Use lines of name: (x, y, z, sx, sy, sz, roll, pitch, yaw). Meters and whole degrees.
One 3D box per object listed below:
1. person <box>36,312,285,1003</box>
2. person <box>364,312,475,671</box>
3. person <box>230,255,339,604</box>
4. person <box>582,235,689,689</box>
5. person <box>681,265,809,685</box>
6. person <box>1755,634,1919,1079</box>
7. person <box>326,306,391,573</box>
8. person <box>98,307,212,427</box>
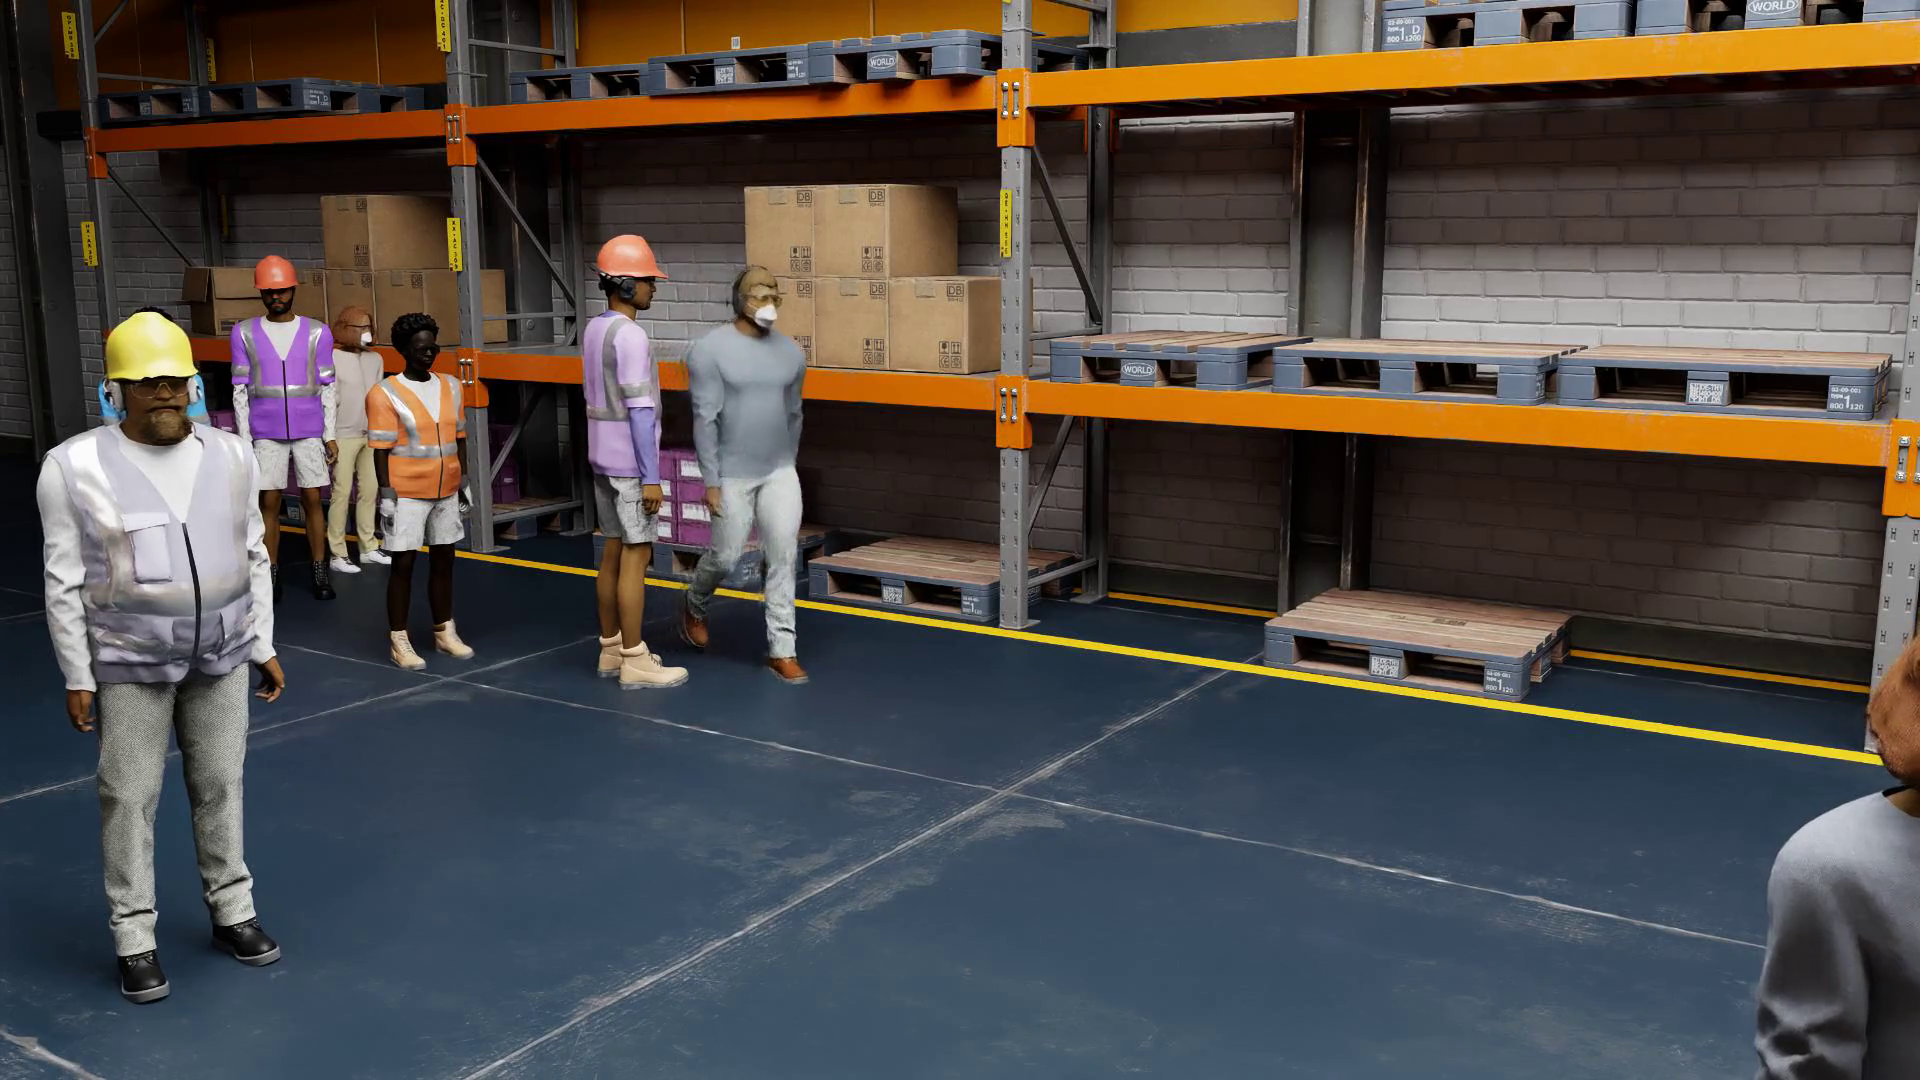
person: (-2.130, 0.306, 4.509, 0.403, 1.834, 0.589, 10, 14, 43)
person: (-2.549, -0.229, 7.885, 0.322, 1.690, 0.536, 7, 13, 35)
person: (-3.756, -0.609, 9.291, 0.546, 1.938, 0.360, -4, 11, -23)
person: (-1.486, -0.347, 7.547, 0.372, 2.042, 0.615, -6, 12, -31)
person: (-1.012, -0.321, 7.772, 0.625, 1.919, 0.841, -7, 12, -34)
person: (1.186, 0.853, 2.031, 0.507, 1.632, 0.277, -2, 11, -13)
person: (-3.703, -0.617, 10.214, 0.283, 1.629, 0.503, 5, 11, 26)
person: (-3.960, -0.301, 8.255, 0.519, 1.696, 0.319, -1, 10, -3)
